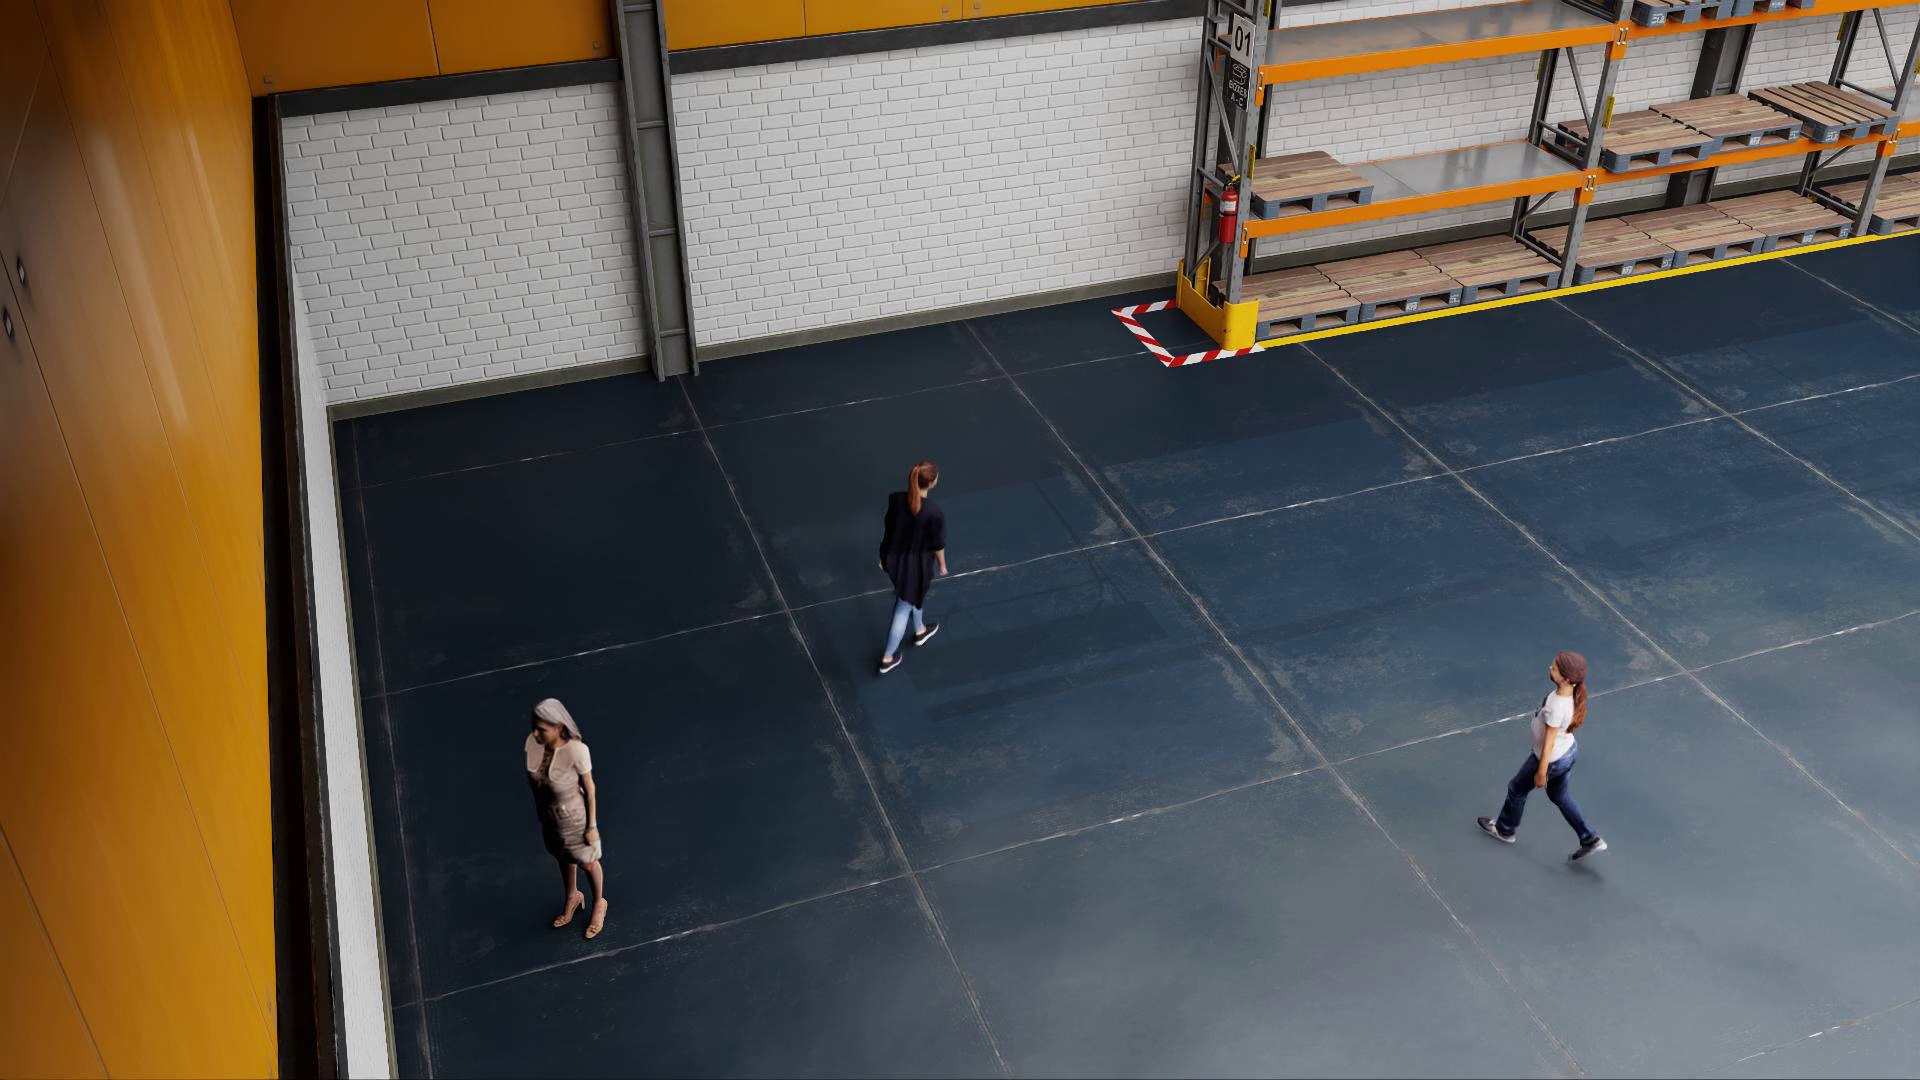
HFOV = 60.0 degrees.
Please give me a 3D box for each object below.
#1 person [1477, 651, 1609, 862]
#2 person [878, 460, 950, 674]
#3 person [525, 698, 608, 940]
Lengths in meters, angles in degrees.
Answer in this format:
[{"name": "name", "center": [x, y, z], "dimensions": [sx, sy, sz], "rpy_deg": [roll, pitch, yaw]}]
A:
[{"name": "person", "center": [3.708, 1.349, 10.229], "dimensions": [0.942, 1.543, 1.027], "rpy_deg": [24, 41, 32]}, {"name": "person", "center": [-0.421, 0.229, 11.833], "dimensions": [0.917, 1.632, 1.021], "rpy_deg": [17, 37, 24]}, {"name": "person", "center": [-2.280, 1.611, 9.662], "dimensions": [0.691, 1.735, 0.747], "rpy_deg": [16, 37, 22]}]
